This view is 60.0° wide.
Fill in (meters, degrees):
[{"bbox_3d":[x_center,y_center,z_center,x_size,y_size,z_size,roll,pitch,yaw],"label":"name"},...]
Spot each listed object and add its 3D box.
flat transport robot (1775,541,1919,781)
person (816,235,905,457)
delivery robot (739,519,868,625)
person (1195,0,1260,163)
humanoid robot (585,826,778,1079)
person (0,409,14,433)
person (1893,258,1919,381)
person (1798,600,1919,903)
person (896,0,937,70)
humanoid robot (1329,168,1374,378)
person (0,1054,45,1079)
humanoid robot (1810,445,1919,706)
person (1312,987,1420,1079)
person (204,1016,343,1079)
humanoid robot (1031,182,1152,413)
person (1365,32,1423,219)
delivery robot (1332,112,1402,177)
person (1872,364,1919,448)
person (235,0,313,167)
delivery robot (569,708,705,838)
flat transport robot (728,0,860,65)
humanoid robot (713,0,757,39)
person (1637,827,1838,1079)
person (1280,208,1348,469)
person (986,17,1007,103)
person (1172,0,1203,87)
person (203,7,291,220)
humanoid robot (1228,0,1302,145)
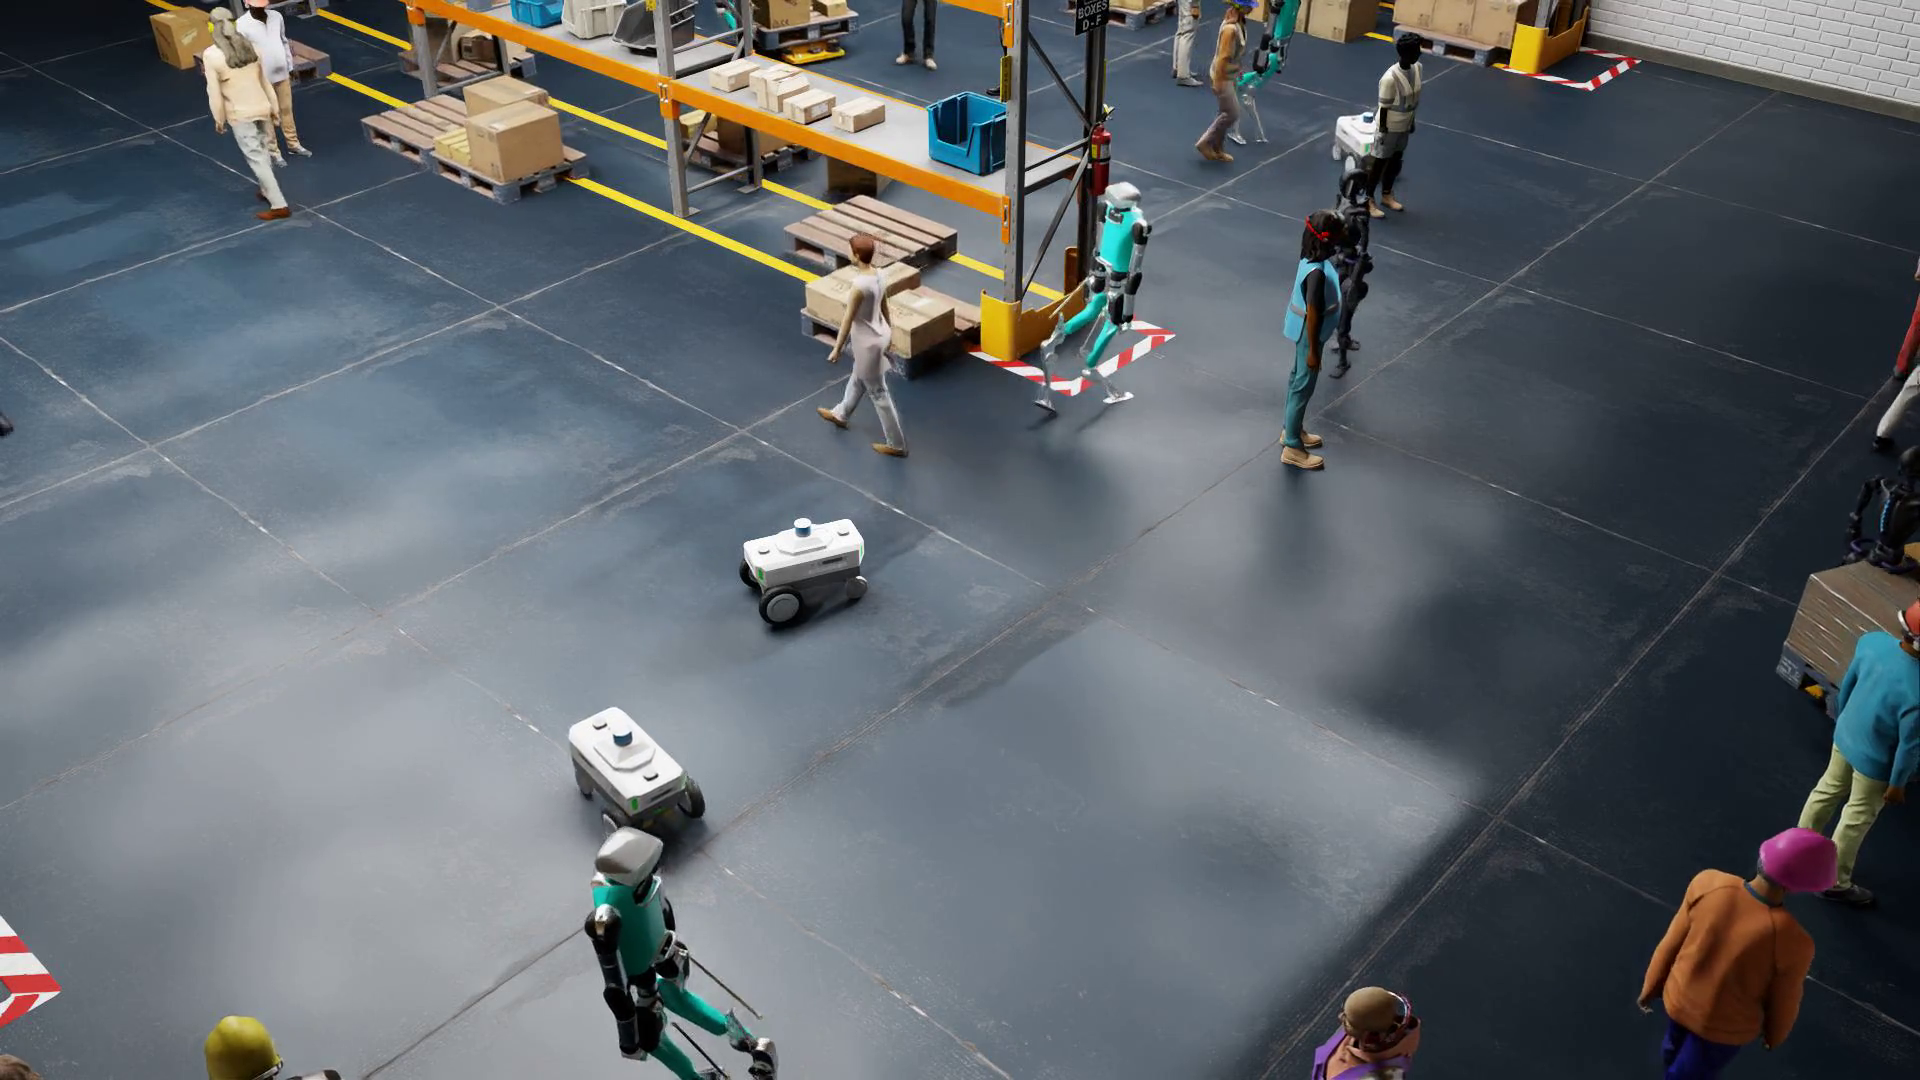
[{"bbox_3d":[5.410,1.013,9.343,0.659,0.231,1.431,-12,36,-17],"label":"flat transport robot"},{"bbox_3d":[-0.736,-1.368,11.598,0.839,1.622,0.441,13,37,19],"label":"person"},{"bbox_3d":[-0.984,0.149,10.351,0.794,0.603,0.499,-13,37,-19],"label":"delivery robot"},{"bbox_3d":[2.584,-4.428,15.912,0.416,1.750,0.536,16,38,22],"label":"person"},{"bbox_3d":[-1.031,1.915,6.778,0.992,1.785,0.530,7,35,10],"label":"humanoid robot"},{"bbox_3d":[-7.220,-1.588,11.675,0.548,1.907,0.601,-19,39,-25],"label":"person"},{"bbox_3d":[7.377,-1.967,12.344,0.524,1.765,0.326,25,42,32],"label":"person"},{"bbox_3d":[4.445,0.999,8.058,0.337,1.748,0.561,-3,35,-5],"label":"person"},{"bbox_3d":[-0.429,-6.089,18.260,0.550,1.829,0.438,-2,35,-2],"label":"person"},{"bbox_3d":[2.963,-2.034,12.522,0.454,1.648,0.611,-7,35,-10],"label":"humanoid robot"},{"bbox_3d":[-3.265,2.447,6.038,0.342,1.659,0.485,-28,43,-34],"label":"person"},{"bbox_3d":[5.180,0.188,9.312,0.608,1.637,0.597,-16,38,-21],"label":"humanoid robot"},{"bbox_3d":[1.465,2.277,6.256,0.346,1.692,0.497,0,35,1],"label":"person"},{"bbox_3d":[-2.397,2.380,5.996,0.592,1.823,0.403,-22,40,-29],"label":"person"},{"bbox_3d":[0.862,-1.636,11.939,1.018,1.776,0.531,-19,39,-26],"label":"humanoid robot"},{"bbox_3d":[3.916,-3.737,14.973,0.528,1.688,0.322,-28,43,-34],"label":"person"},{"bbox_3d":[3.930,-3.818,16.105,0.499,0.611,0.792,-8,35,-12],"label":"delivery robot"},{"bbox_3d":[6.953,-1.355,11.569,0.909,1.636,0.454,-8,35,-11],"label":"person"},{"bbox_3d":[-6.627,-4.498,16.026,0.344,1.743,0.562,19,39,25],"label":"person"},{"bbox_3d":[-1.740,1.242,8.776,0.499,0.613,0.814,-26,42,-32],"label":"delivery robot"},{"bbox_3d":[-1.968,-5.819,19.241,0.659,0.231,1.431,-20,39,-26],"label":"flat transport robot"},{"bbox_3d":[-2.448,-5.911,18.074,0.661,1.790,0.530,-7,35,-10],"label":"humanoid robot"},{"bbox_3d":[3.114,1.830,6.696,0.971,1.932,0.522,-21,40,-28],"label":"person"},{"bbox_3d":[2.412,-1.388,11.417,0.392,1.866,0.515,6,35,9],"label":"person"},{"bbox_3d":[0.477,-5.530,17.351,0.348,1.942,0.544,-4,35,-5],"label":"person"},{"bbox_3d":[2.462,-5.828,17.827,0.405,1.892,0.541,-2,35,-3],"label":"person"},{"bbox_3d":[-6.406,-3.846,15.016,0.696,1.840,0.574,21,40,27],"label":"person"},{"bbox_3d":[2.919,-4.754,16.405,0.818,1.772,0.531,24,41,31],"label":"humanoid robot"}]
